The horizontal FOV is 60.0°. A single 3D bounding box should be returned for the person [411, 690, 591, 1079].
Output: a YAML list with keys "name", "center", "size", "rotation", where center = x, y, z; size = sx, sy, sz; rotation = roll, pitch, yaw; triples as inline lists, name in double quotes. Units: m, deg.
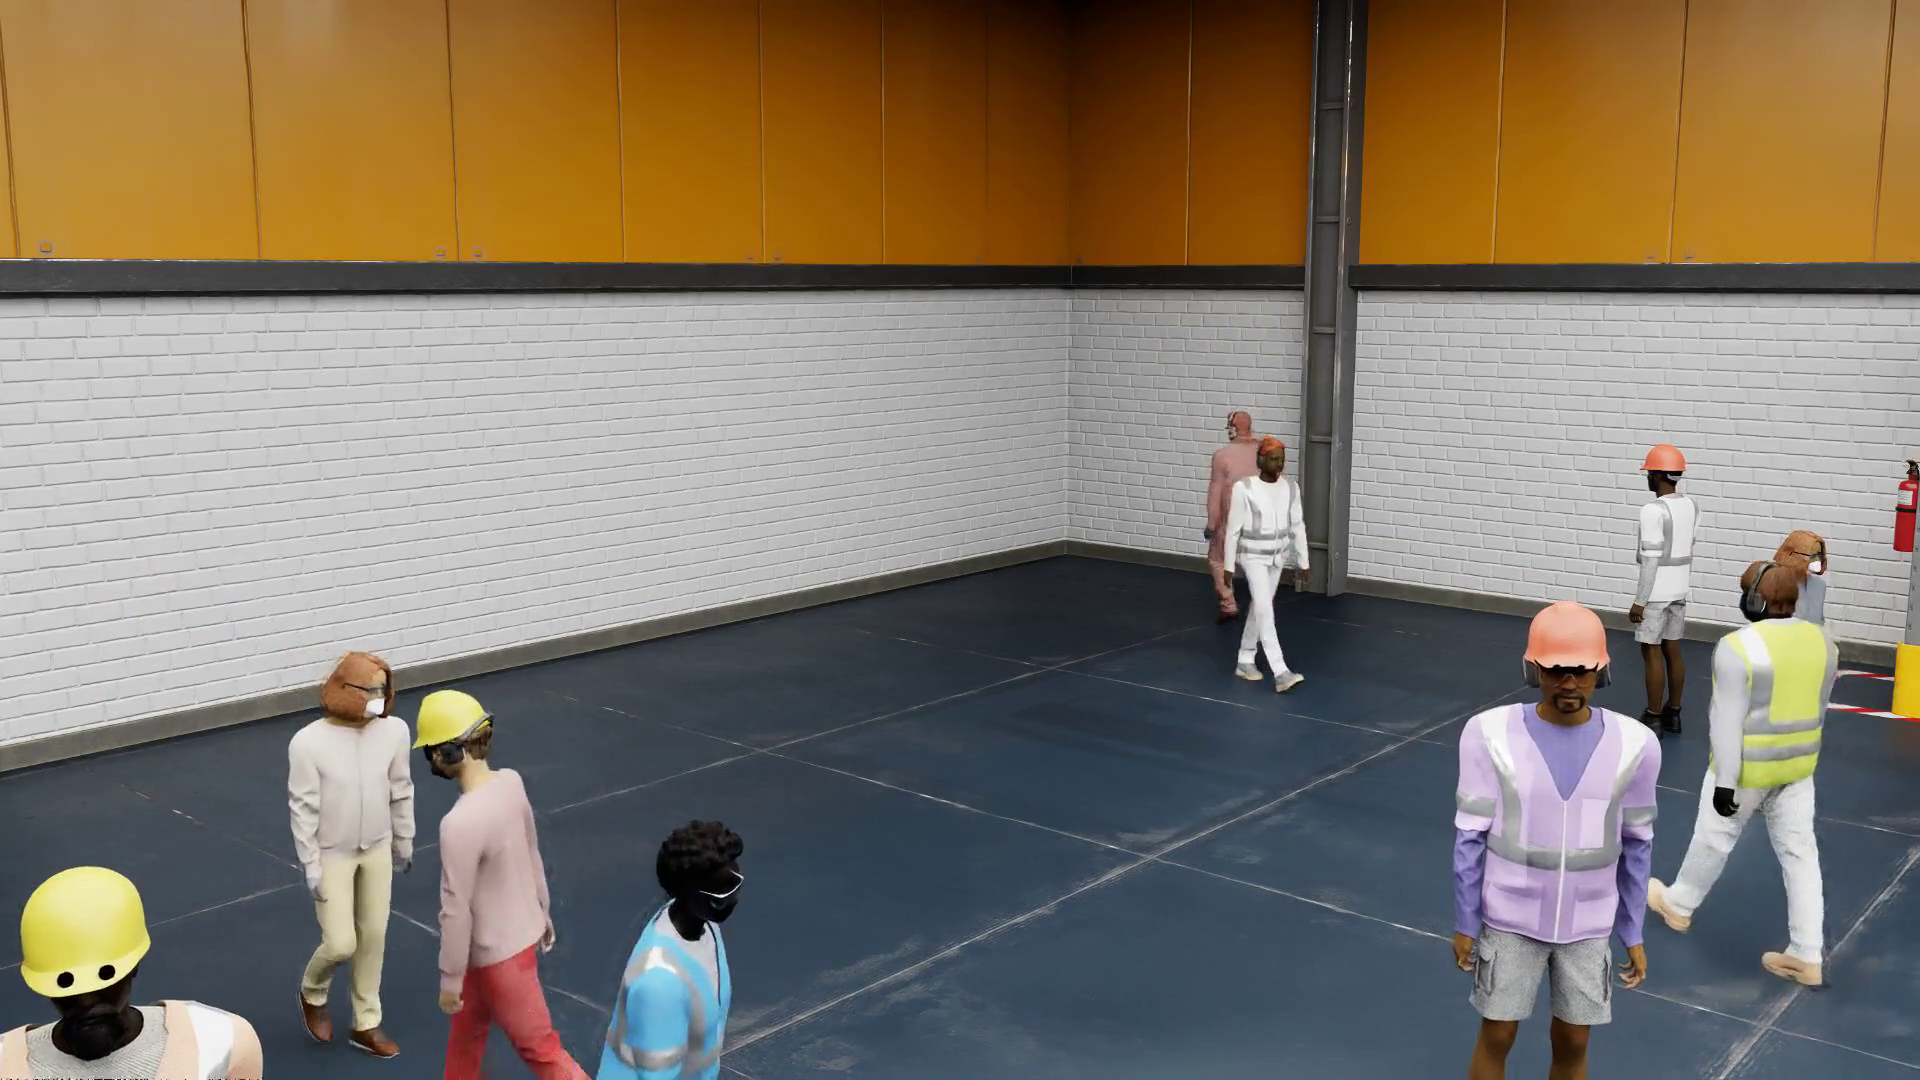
- name: "person"
  center: [-1.513, 1.319, 5.492]
  size: [0.941, 1.703, 0.540]
  rotation: [0, 9, 2]

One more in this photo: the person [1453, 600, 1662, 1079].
- name: "person"
  center: [1.862, 1.191, 5.231]
  size: [0.609, 2.044, 0.395]
  rotation: [1, 9, 9]

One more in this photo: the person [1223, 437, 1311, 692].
- name: "person"
  center: [2.308, 0.184, 12.173]
  size: [0.611, 1.839, 0.943]
  rotation: [-5, 10, -27]

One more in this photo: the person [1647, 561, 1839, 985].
- name: "person"
  center: [3.498, 0.977, 7.349]
  size: [0.651, 1.789, 0.979]
  rotation: [-3, 9, -16]

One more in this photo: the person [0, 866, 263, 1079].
- name: "person"
  center: [-1.649, 1.560, 3.277]
  size: [0.591, 1.926, 0.387]
  rotation: [-5, 10, -30]

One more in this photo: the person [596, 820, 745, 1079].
- name: "person"
  center: [-0.781, 1.521, 4.441]
  size: [0.937, 1.618, 0.539]
  rotation: [2, 9, 11]

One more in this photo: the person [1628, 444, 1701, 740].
- name: "person"
  center: [4.583, 0.335, 10.934]
  size: [0.552, 1.935, 0.369]
  rotation: [-7, 11, -35]

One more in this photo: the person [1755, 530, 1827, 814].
- name: "person"
  center: [4.661, 0.744, 9.351]
  size: [0.494, 1.624, 0.279]
  rotation: [-5, 10, -30]

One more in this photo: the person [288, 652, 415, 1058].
- name: "person"
  center: [-2.341, 1.212, 6.409]
  size: [0.417, 1.614, 0.521]
  rotation: [8, 12, 40]

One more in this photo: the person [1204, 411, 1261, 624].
- name: "person"
  center: [2.406, -0.157, 14.222]
  size: [0.677, 1.876, 0.587]
  rotation: [-3, 10, -20]
